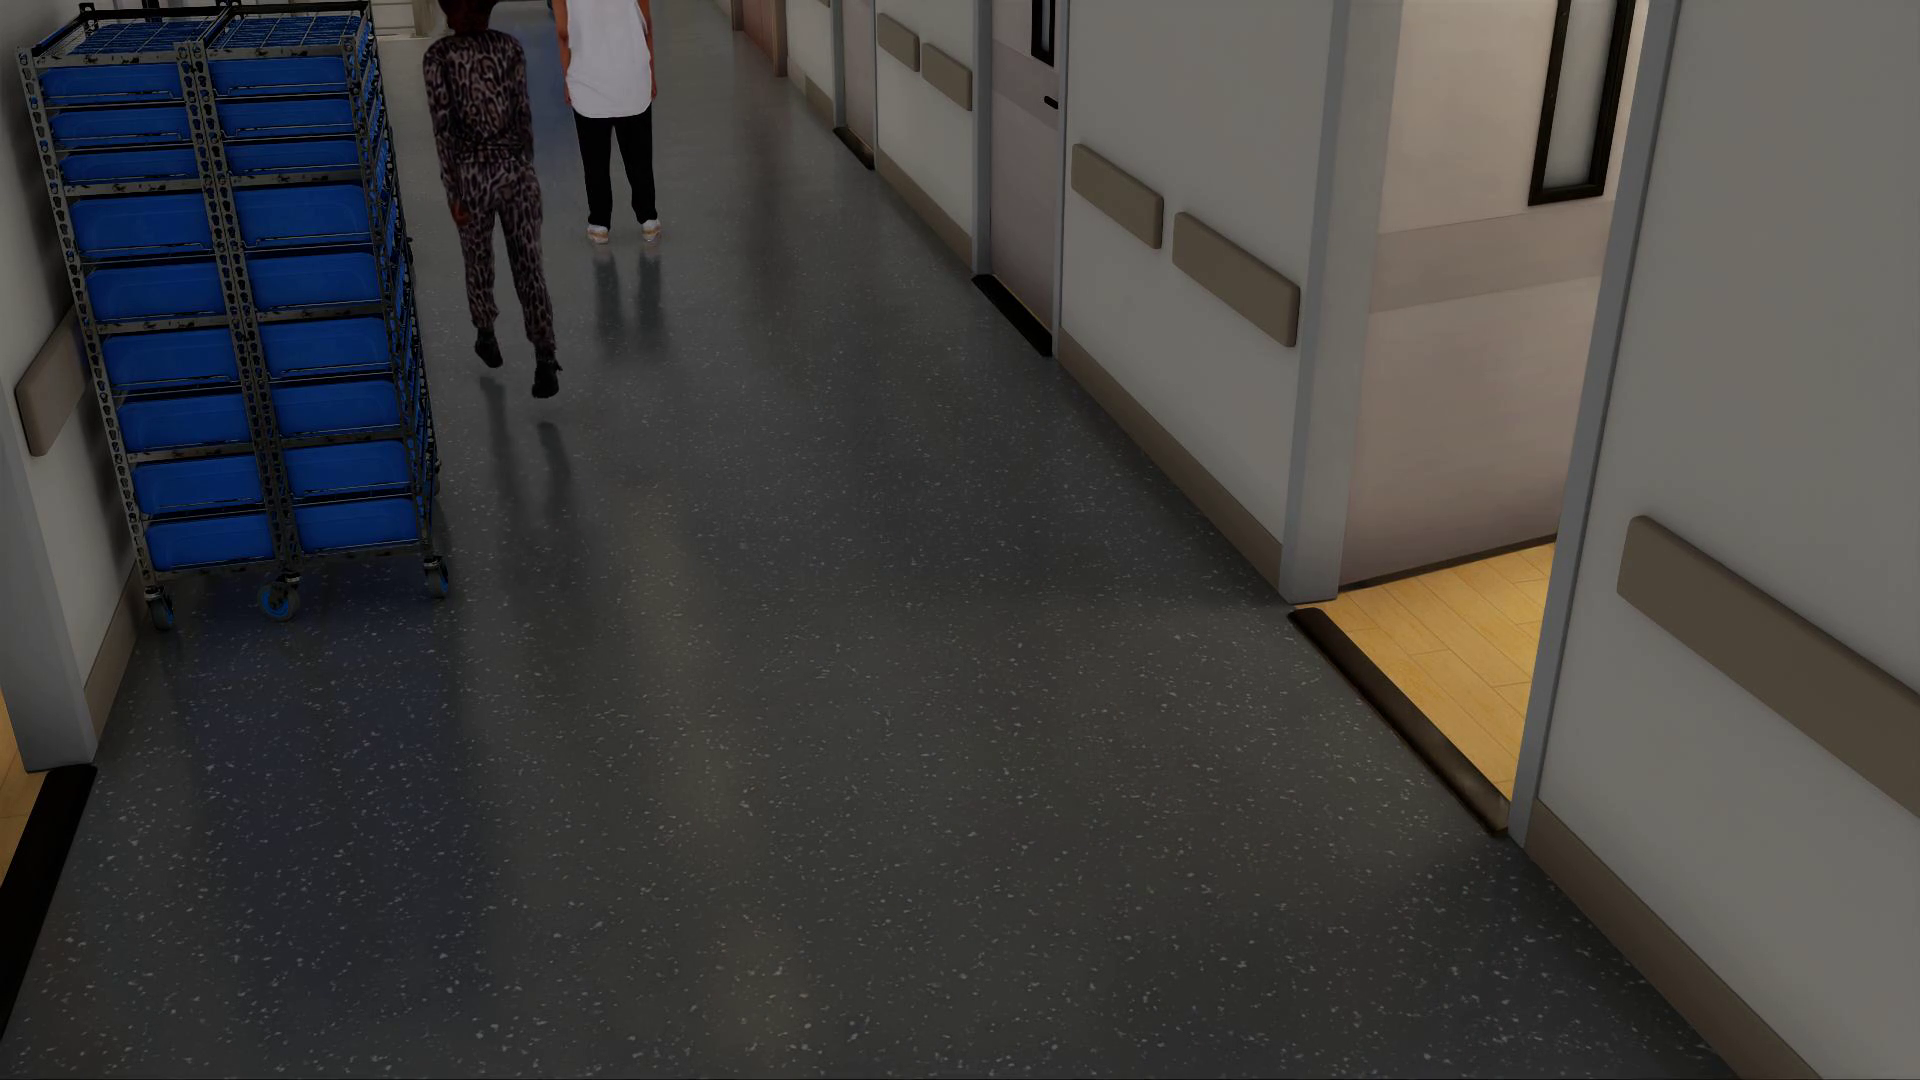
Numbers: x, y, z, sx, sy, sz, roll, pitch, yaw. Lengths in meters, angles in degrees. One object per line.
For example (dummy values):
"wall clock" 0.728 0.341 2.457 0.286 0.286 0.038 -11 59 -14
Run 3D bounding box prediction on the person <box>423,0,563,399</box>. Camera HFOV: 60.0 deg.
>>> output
"person" -1.801 -1.354 6.555 0.738 1.671 1.201 -12 28 -24

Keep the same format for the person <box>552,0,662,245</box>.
"person" -1.855 -2.422 8.751 0.643 1.687 0.590 -6 26 -12
